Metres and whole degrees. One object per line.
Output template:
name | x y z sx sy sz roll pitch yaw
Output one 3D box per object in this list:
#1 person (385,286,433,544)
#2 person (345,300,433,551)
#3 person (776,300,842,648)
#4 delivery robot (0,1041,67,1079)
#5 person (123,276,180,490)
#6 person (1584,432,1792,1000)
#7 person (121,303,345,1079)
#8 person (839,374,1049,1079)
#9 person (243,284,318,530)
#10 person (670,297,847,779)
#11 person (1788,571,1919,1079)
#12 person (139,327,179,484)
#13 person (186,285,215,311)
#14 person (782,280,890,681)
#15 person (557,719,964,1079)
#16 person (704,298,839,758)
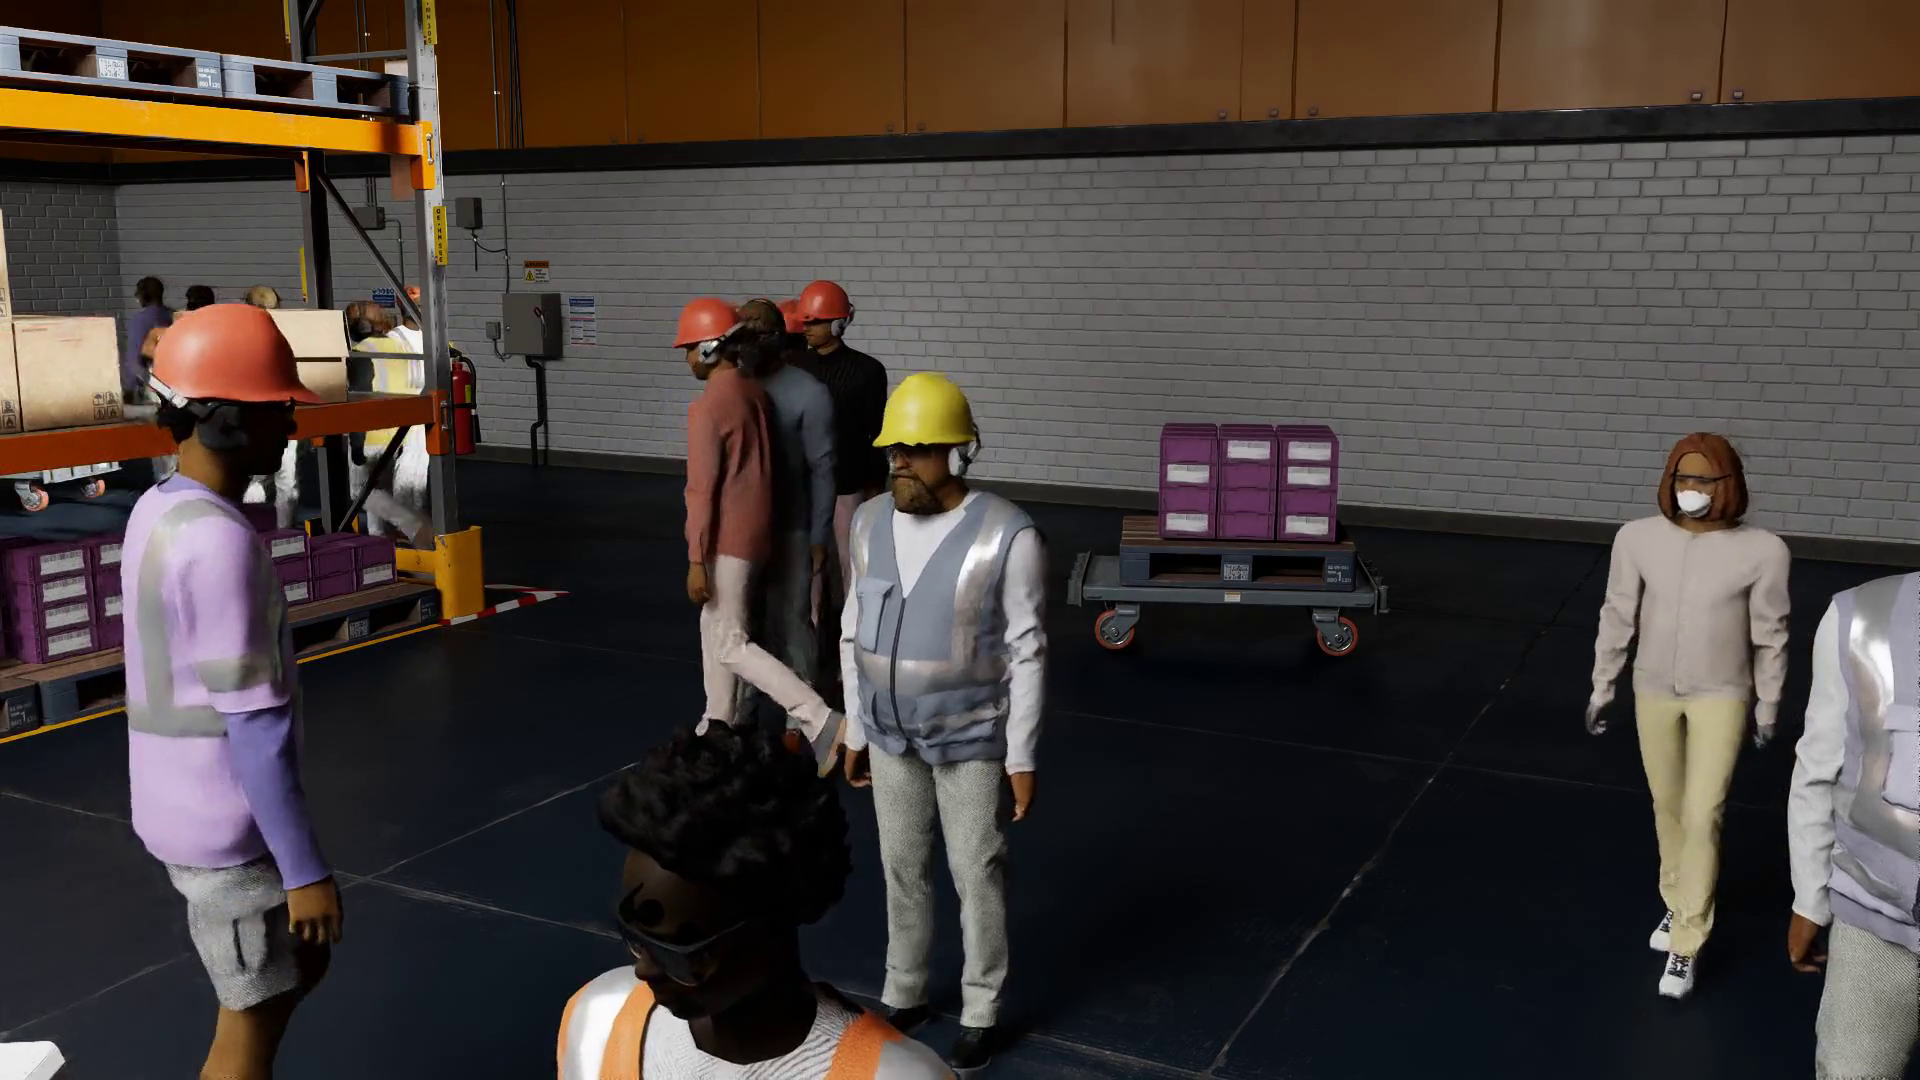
person | -4.016 -0.919 12.253 0.358 1.882 0.574 1 10 9
person | -3.832 -0.684 11.076 0.655 1.823 0.644 1 10 7
person | -0.915 -0.303 8.686 0.561 1.883 0.989 7 12 35
delivery robot | -2.063 1.246 3.287 0.477 0.478 0.707 -1 10 -6
person | -7.161 -1.380 14.811 0.427 1.924 0.633 2 10 9
person | 2.097 0.495 4.864 0.500 1.605 0.740 9 13 42
person | -1.440 0.546 3.356 0.418 2.031 0.619 -5 11 -28
person | -0.062 0.490 4.294 0.615 1.827 0.404 6 11 31
person | -4.577 -0.731 11.049 0.642 1.923 0.457 2 10 9
person | -0.834 0.012 6.652 0.844 1.961 0.633 3 10 15
person | 1.853 0.695 3.089 0.591 1.822 0.404 6 11 29
person | -5.323 -0.607 11.169 0.269 1.631 0.507 -4 11 -23
person | -7.075 -1.474 15.638 0.609 1.819 0.645 -2 10 -9
person | -0.652 -0.285 8.267 0.613 1.991 0.392 4 10 20
person | -0.203 0.998 1.700 0.534 1.692 0.322 6 11 29
person | -0.806 -0.039 6.997 0.628 1.939 0.375 4 11 23
